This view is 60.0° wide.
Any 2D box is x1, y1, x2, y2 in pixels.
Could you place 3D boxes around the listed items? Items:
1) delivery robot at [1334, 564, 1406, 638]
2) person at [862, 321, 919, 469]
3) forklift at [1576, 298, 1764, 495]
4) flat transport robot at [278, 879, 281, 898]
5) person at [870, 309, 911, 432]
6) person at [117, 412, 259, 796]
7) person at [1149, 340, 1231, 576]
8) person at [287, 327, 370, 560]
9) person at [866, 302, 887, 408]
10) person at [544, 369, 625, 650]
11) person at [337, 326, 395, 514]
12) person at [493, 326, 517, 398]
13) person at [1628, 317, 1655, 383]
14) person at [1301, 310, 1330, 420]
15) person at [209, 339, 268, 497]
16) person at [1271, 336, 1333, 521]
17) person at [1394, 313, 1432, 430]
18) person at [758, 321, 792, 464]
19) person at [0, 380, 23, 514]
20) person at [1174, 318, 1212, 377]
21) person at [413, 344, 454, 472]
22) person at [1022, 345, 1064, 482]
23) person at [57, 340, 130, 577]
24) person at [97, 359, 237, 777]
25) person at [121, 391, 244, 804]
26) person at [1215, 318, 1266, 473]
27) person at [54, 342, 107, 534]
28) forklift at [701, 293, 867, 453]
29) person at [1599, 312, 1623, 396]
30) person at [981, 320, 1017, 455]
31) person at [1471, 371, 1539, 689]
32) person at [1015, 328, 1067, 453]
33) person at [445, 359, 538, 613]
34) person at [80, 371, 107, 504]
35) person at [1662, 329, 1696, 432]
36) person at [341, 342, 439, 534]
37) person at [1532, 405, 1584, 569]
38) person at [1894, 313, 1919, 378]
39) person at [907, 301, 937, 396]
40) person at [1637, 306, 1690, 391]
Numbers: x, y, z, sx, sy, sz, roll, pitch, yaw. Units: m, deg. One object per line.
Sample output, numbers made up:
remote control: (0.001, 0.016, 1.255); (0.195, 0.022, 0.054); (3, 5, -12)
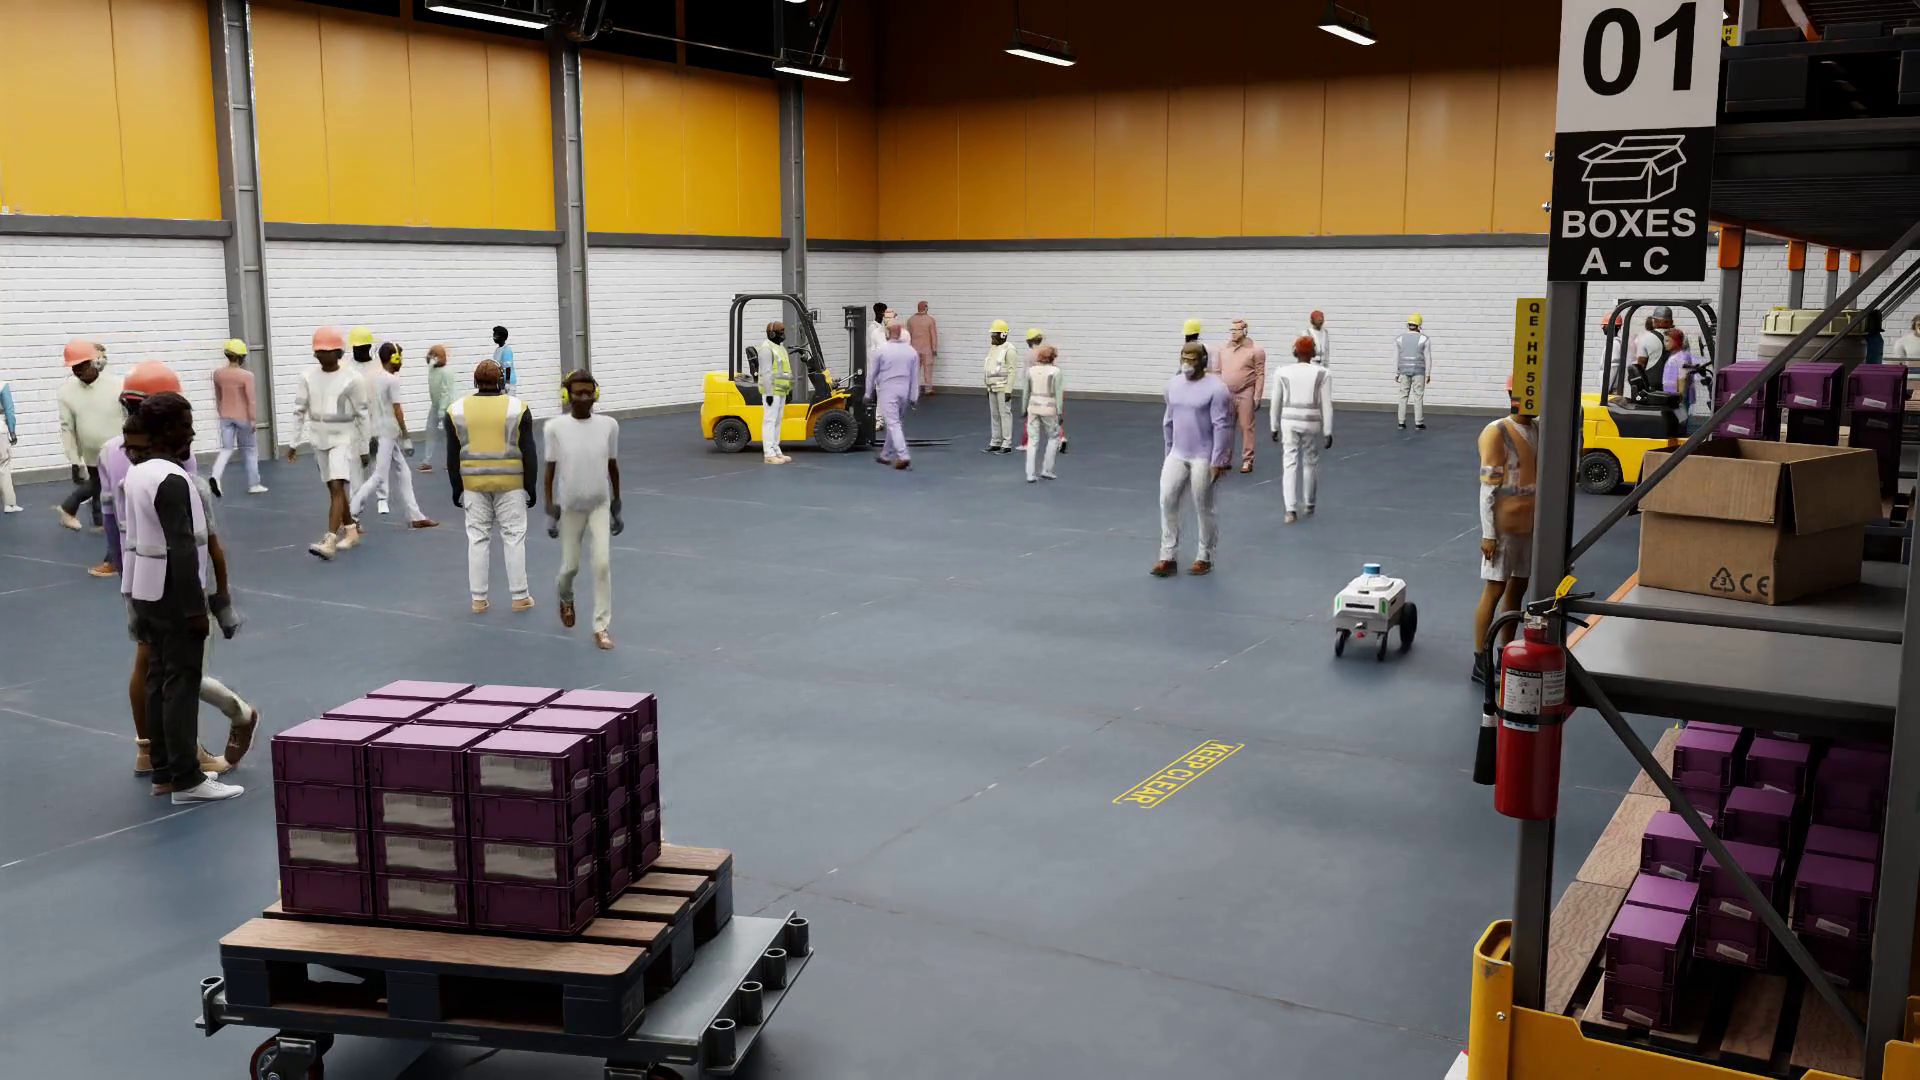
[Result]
delivery robot: (2.684, 0.399, 10.861); (0.477, 0.478, 0.707); (4, 10, 25)
person: (-0.838, -1.836, 21.072); (0.655, 1.863, 1.005); (-6, 11, -35)
forklift: (7.954, -1.589, 18.462); (2.313, 2.155, 1.214); (5, 11, 30)
flat transport robot: (-1.878, 1.283, 6.520); (1.431, 0.197, 0.652); (-5, 10, -27)
person: (-1.092, -2.632, 25.861); (0.636, 1.911, 0.406); (1, 9, 5)
person: (-3.686, 0.281, 7.929); (0.522, 1.841, 0.588); (3, 9, 16)
person: (1.811, -0.640, 13.396); (0.657, 1.915, 0.747); (8, 12, 41)
person: (-5.489, -0.839, 14.443); (0.630, 1.993, 1.009); (2, 9, 10)
person: (-1.453, -3.211, 29.353); (0.401, 1.954, 0.609); (2, 9, 12)
person: (-2.514, -0.228, 11.090); (0.527, 1.849, 0.781); (-4, 10, -23)
person: (-6.056, -1.216, 16.980); (0.587, 1.922, 0.383); (-1, 9, -8)
person: (-6.748, -2.327, 24.642); (0.321, 1.691, 0.537); (-6, 11, -32)
person: (10.875, -2.637, 26.244); (0.639, 1.802, 0.949); (8, 12, 42)
person: (5.853, -2.872, 27.563); (0.630, 1.861, 0.588); (-5, 11, -30)
person: (-8.012, -1.345, 18.352); (0.526, 1.740, 0.740); (1, 9, 8)
person: (3.431, -1.126, 16.706); (0.625, 1.830, 0.987); (3, 9, 15)
person: (7.136, -2.647, 26.189); (0.597, 1.832, 0.404); (6, 11, 31)
person: (-2.387, -1.910, 21.563); (0.430, 1.845, 0.624); (2, 9, 13)
person: (-9.905, -1.074, 16.981); (0.512, 1.638, 0.312); (-1, 9, -8)
person: (2.868, -1.838, 20.964); (0.735, 1.885, 0.650); (-3, 10, -17)
person: (-6.442, -1.614, 20.461); (0.566, 1.587, 0.739); (7, 12, 38)
person: (0.985, -1.488, 19.599); (0.634, 1.613, 0.577); (6, 11, 34)
person: (-7.011, -0.691, 13.709); (0.646, 1.932, 0.871); (0, 9, 0)
person: (-3.843, 0.152, 8.059); (0.615, 2.043, 0.372); (4, 10, 26)
person: (-3.664, 0.268, 7.733); (0.391, 1.919, 0.593); (-8, 12, -41)
person: (3.431, -1.781, 20.555); (0.644, 1.907, 0.399); (7, 11, 37)
person: (-8.172, -0.945, 15.605); (0.507, 1.827, 0.505); (-1, 9, -7)
forklift: (-2.458, -2.344, 23.176); (2.313, 2.155, 1.214); (0, 9, -2)
person: (8.783, -2.107, 22.492); (0.360, 1.939, 0.543); (4, 10, 23)
person: (0.530, -2.070, 22.588); (0.404, 1.833, 0.588); (-5, 11, -30)
person: (3.317, -0.086, 9.887); (0.551, 1.932, 0.377); (-6, 11, -34)
person: (1.123, -2.047, 22.804); (0.549, 1.718, 0.844); (-6, 11, -34)
person: (-3.378, -0.389, 12.068); (0.635, 1.842, 0.429); (-1, 9, -6)
person: (-9.211, -1.192, 17.701); (0.514, 1.642, 0.310); (2, 9, 12)
person: (8.721, -1.644, 20.035); (0.838, 1.809, 0.573); (1, 9, 8)
person: (-5.489, -0.970, 15.808); (0.928, 1.815, 0.603); (-6, 11, -35)
person: (4.899, -0.611, 13.761); (0.486, 1.744, 0.293); (5, 10, 26)
person: (13.058, -2.127, 22.683); (0.656, 1.919, 0.439); (3, 10, 19)
person: (-0.739, -3.864, 33.556); (0.651, 1.907, 0.409); (4, 10, 25)
person: (9.408, -2.149, 22.434); (0.688, 2.000, 0.539); (0, 9, -3)
